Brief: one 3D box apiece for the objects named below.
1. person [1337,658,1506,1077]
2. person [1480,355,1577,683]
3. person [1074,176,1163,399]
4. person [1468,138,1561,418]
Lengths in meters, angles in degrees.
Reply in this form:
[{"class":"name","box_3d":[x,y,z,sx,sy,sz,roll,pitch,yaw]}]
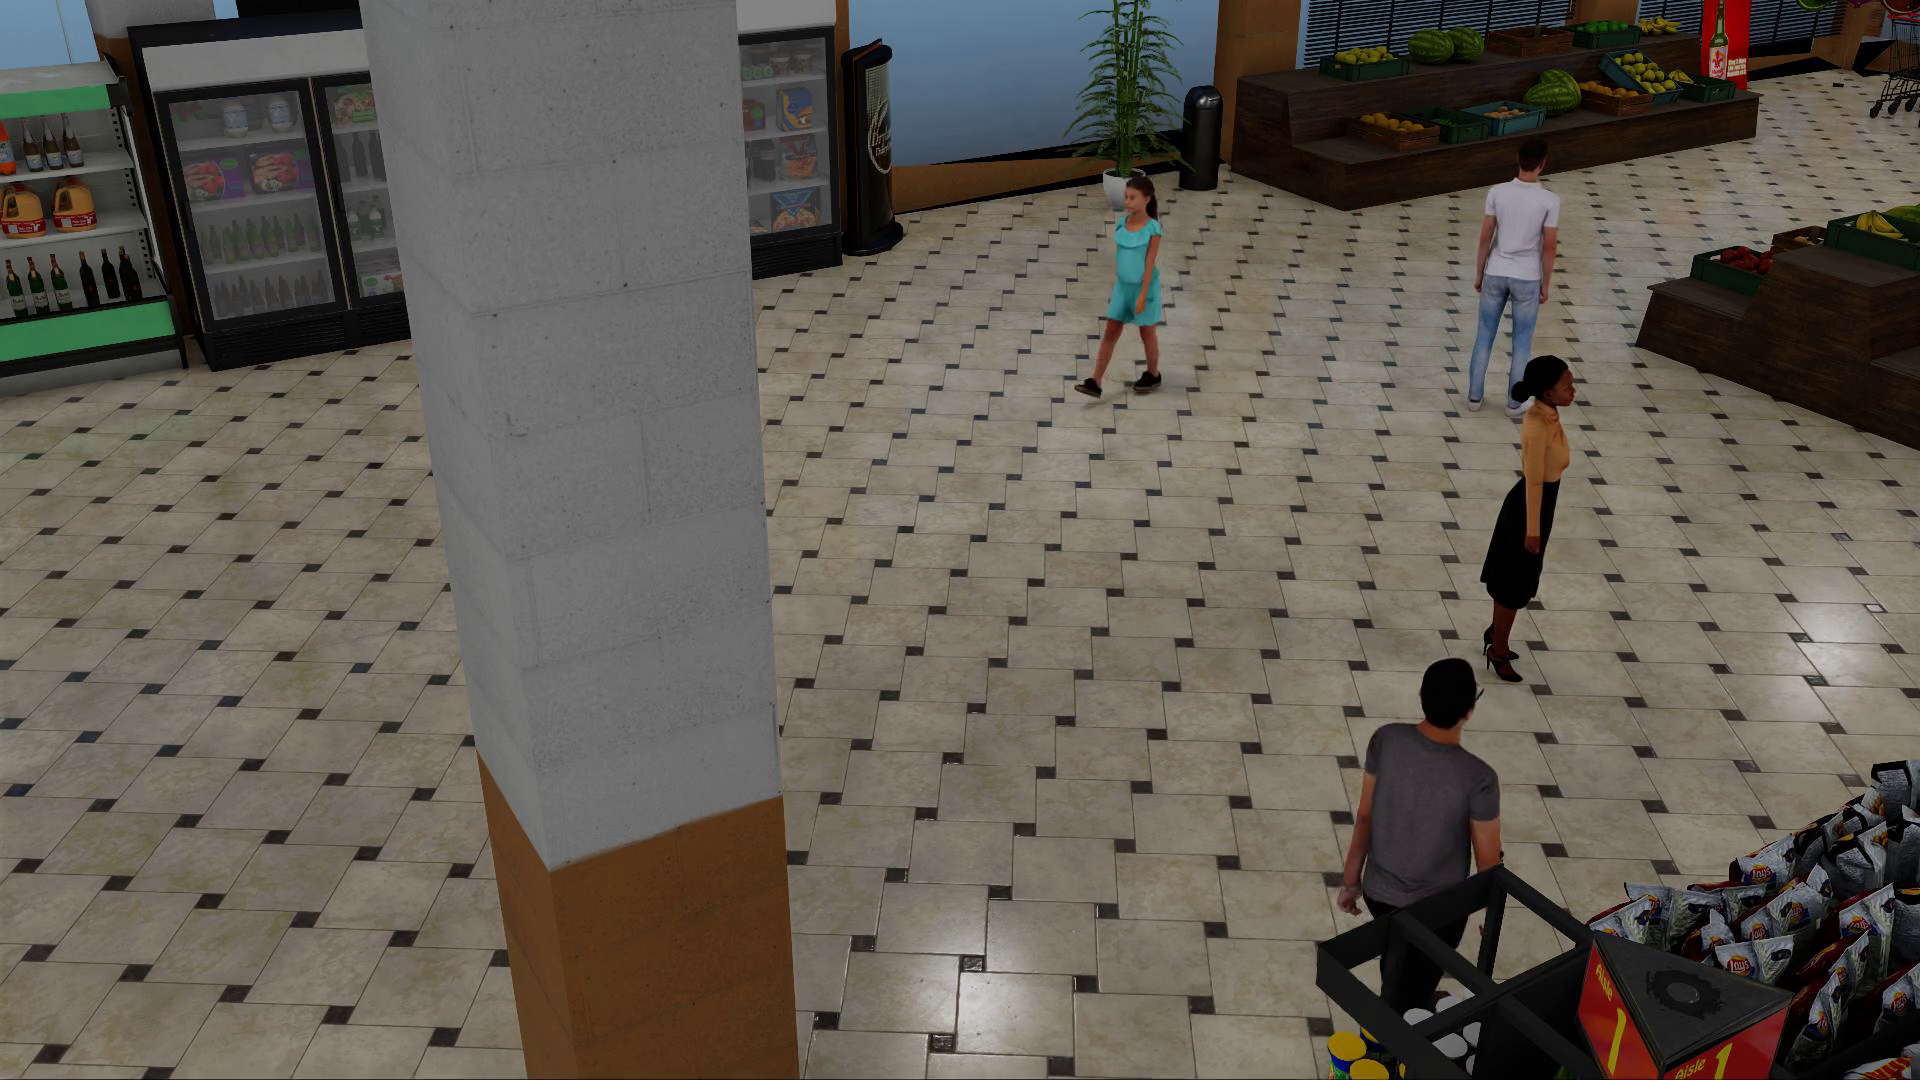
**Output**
[{"class":"person","box_3d":[1.433,1.208,5.393,1.214,1.714,0.838,-24,35,-39]},{"class":"person","box_3d":[2.746,-0.104,8.047,0.724,1.652,0.658,8,28,15]},{"class":"person","box_3d":[1.265,-1.714,11.362,0.726,1.524,1.052,24,35,39]},{"class":"person","box_3d":[3.669,-1.735,11.044,0.728,1.850,0.715,16,31,28]}]
